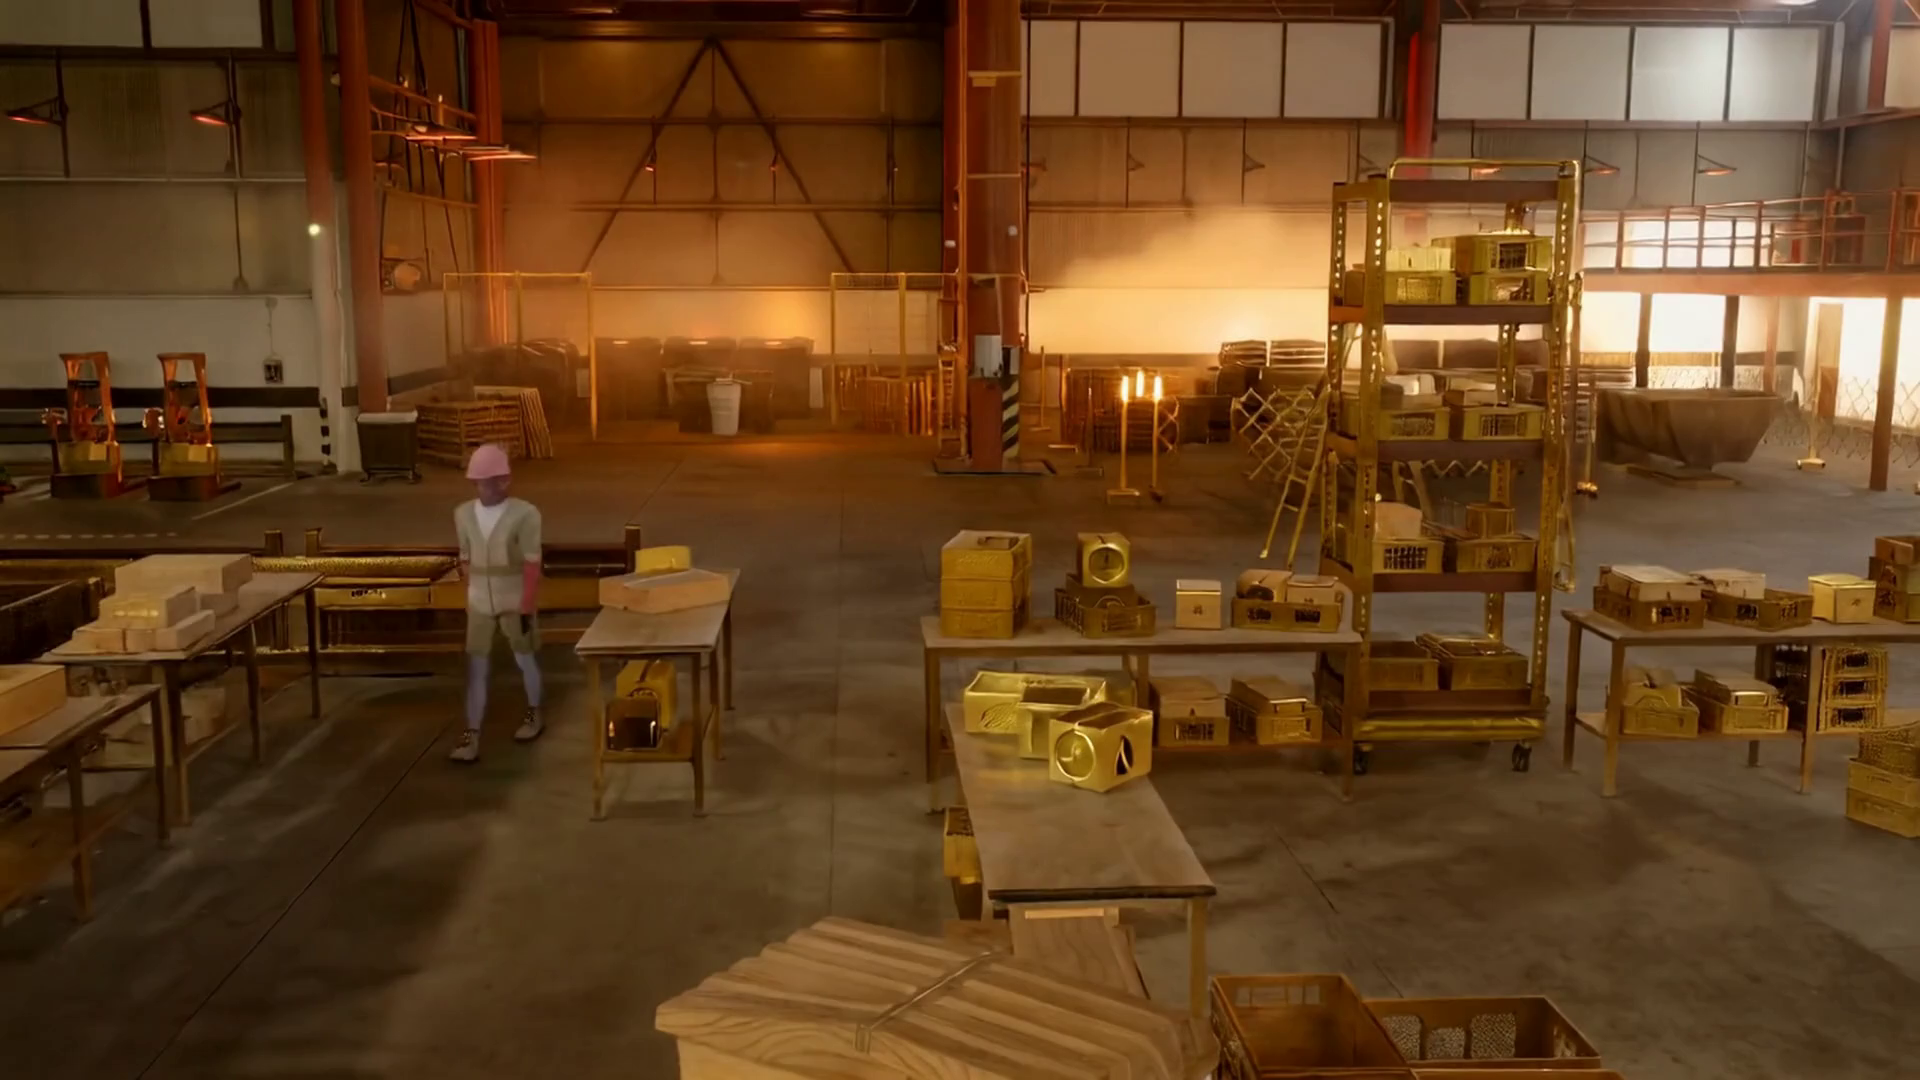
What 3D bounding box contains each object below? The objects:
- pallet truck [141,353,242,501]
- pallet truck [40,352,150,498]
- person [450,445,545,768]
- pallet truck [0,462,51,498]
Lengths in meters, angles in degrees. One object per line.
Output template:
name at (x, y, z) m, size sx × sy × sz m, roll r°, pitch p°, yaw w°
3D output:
pallet truck at (-10.520, -1.604, 22.925) m, size 0.823 × 1.965 × 1.885 m, roll -1°, pitch 9°, yaw -6°
pallet truck at (-11.907, -1.642, 23.165) m, size 0.823 × 1.965 × 1.885 m, roll 0°, pitch 9°, yaw 0°
person at (-2.902, 0.393, 10.464) m, size 0.602 × 1.989 × 1.068 m, roll 2°, pitch 9°, yaw 10°
pallet truck at (-13.193, -1.293, 23.148) m, size 0.653 × 1.274 × 1.630 m, roll -1°, pitch 9°, yaw -4°
